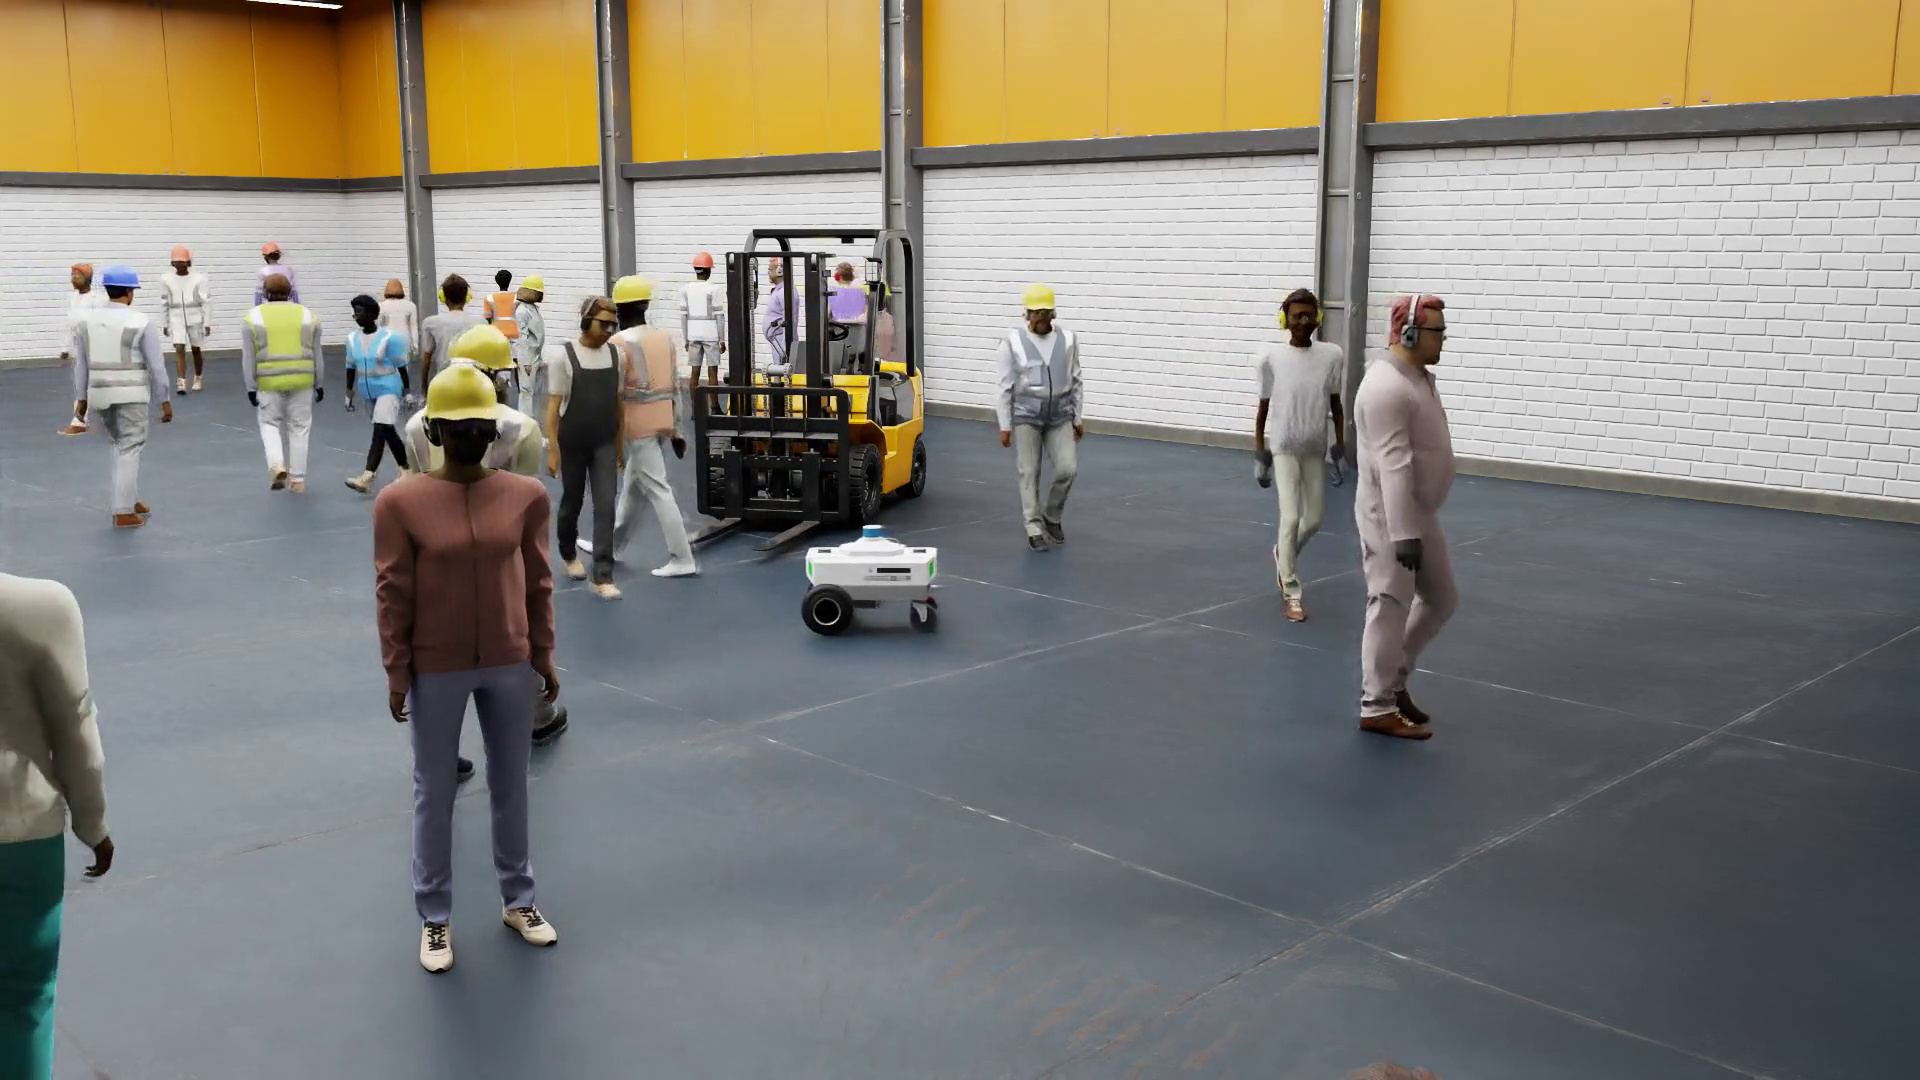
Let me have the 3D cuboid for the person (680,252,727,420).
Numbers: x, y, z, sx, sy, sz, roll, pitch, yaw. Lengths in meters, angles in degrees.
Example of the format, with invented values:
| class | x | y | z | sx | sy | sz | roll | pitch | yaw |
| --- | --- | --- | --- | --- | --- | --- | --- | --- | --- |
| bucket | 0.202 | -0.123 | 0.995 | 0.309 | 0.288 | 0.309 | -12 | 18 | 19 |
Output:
| class | x | y | z | sx | sy | sz | roll | pitch | yaw |
| --- | --- | --- | --- | --- | --- | --- | --- | --- | --- |
| person | -2.946 | -2.340 | 19.184 | 0.542 | 1.939 | 0.365 | 4 | 11 | 19 |

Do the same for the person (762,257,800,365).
| class | x | y | z | sx | sy | sz | roll | pitch | yaw |
| --- | --- | --- | --- | --- | --- | --- | --- | --- | --- |
| person | -1.925 | -2.084 | 17.877 | 0.403 | 1.906 | 0.651 | -2 | 11 | -10 |

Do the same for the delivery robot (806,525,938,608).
| class | x | y | z | sx | sy | sz | roll | pitch | yaw |
| --- | --- | --- | --- | --- | --- | --- | --- | --- | --- |
| delivery robot | -0.475 | 0.163 | 9.057 | 0.707 | 0.478 | 0.477 | 0 | 10 | 0 |

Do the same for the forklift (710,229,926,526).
| class | x | y | z | sx | sy | sz | roll | pitch | yaw |
| --- | --- | --- | --- | --- | --- | --- | --- | --- | --- |
| forklift | -1.050 | -1.319 | 12.920 | 1.214 | 2.155 | 2.313 | 2 | 11 | 13 |

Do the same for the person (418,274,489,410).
| class | x | y | z | sx | sy | sz | roll | pitch | yaw |
| --- | --- | --- | --- | --- | --- | --- | --- | --- | --- |
| person | -3.888 | -1.112 | 12.804 | 0.536 | 1.816 | 0.935 | -5 | 11 | -24 |

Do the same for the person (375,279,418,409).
| class | x | y | z | sx | sy | sz | roll | pitch | yaw |
| --- | --- | --- | --- | --- | --- | --- | --- | --- | --- |
| person | -6.969 | -2.432 | 20.609 | 0.507 | 1.605 | 0.795 | -5 | 12 | -27 |

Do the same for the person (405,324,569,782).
| class | x | y | z | sx | sy | sz | roll | pitch | yaw |
| --- | --- | --- | --- | --- | --- | --- | --- | --- | --- |
| person | -1.905 | 0.041 | 6.628 | 0.602 | 1.782 | 0.930 | 2 | 11 | 10 |

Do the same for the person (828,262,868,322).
| class | x | y | z | sx | sy | sz | roll | pitch | yaw |
| --- | --- | --- | --- | --- | --- | --- | --- | --- | --- |
| person | -1.344 | -2.281 | 19.202 | 0.596 | 1.810 | 0.834 | -4 | 11 | -20 |

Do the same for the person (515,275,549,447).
| class | x | y | z | sx | sy | sz | roll | pitch | yaw |
| --- | --- | --- | --- | --- | --- | --- | --- | --- | --- |
| person | -4.316 | -1.811 | 16.857 | 0.309 | 1.736 | 0.485 | 0 | 10 | 2 |

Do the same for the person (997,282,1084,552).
| class | x | y | z | sx | sy | sz | roll | pitch | yaw |
| --- | --- | --- | --- | --- | --- | --- | --- | --- | --- |
| person | 0.543 | -0.823 | 11.236 | 0.627 | 1.819 | 0.426 | -3 | 11 | -14 |

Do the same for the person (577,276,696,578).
| class | x | y | z | sx | sy | sz | roll | pitch | yaw |
| --- | --- | --- | --- | --- | --- | --- | --- | --- | --- |
| person | -2.064 | -0.705 | 10.446 | 0.992 | 1.874 | 0.599 | 4 | 11 | 21 |

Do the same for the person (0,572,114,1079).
| class | x | y | z | sx | sy | sz | roll | pitch | yaw |
| --- | --- | --- | --- | --- | --- | --- | --- | --- | --- |
| person | -2.101 | 0.628 | 3.526 | 0.531 | 1.753 | 0.396 | -3 | 11 | -15 |

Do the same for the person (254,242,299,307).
| class | x | y | z | sx | sy | sz | roll | pitch | yaw |
| --- | --- | --- | --- | --- | --- | --- | --- | --- | --- |
| person | -10.446 | -3.506 | 25.306 | 0.719 | 2.020 | 0.646 | 8 | 13 | 37 |

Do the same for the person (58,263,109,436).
| class | x | y | z | sx | sy | sz | roll | pitch | yaw |
| --- | --- | --- | --- | --- | --- | --- | --- | --- | --- |
| person | -9.390 | -2.077 | 18.041 | 0.578 | 1.843 | 0.973 | 7 | 12 | 33 |

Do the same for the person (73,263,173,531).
| class | x | y | z | sx | sy | sz | roll | pitch | yaw |
| --- | --- | --- | --- | --- | --- | --- | --- | --- | --- |
| person | -6.077 | -1.056 | 12.208 | 0.649 | 1.920 | 0.759 | 1 | 10 | 8 |

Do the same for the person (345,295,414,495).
| class | x | y | z | sx | sy | sz | roll | pitch | yaw |
| --- | --- | --- | --- | --- | --- | --- | --- | --- | --- |
| person | -4.857 | -1.206 | 13.785 | 0.543 | 1.636 | 0.906 | 4 | 11 | 21 |

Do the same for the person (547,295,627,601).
| class | x | y | z | sx | sy | sz | roll | pitch | yaw |
| --- | --- | --- | --- | --- | --- | --- | --- | --- | --- |
| person | -2.264 | -0.574 | 9.980 | 0.536 | 1.796 | 0.898 | -7 | 13 | -35 |

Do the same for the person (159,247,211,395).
| class | x | y | z | sx | sy | sz | roll | pitch | yaw |
| --- | --- | --- | --- | --- | --- | --- | --- | --- | --- |
| person | -10.433 | -2.954 | 22.440 | 0.620 | 1.978 | 1.067 | -3 | 11 | -18 |

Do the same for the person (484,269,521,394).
| class | x | y | z | sx | sy | sz | roll | pitch | yaw |
| --- | --- | --- | --- | --- | --- | --- | --- | --- | --- |
| person | -5.786 | -2.592 | 21.212 | 0.535 | 1.697 | 0.321 | -2 | 11 | -13 |

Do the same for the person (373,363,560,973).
| class | x | y | z | sx | sy | sz | roll | pitch | yaw |
| --- | --- | --- | --- | --- | --- | --- | --- | --- | --- |
| person | -1.432 | 0.367 | 4.889 | 0.525 | 1.771 | 0.305 | -7 | 12 | -33 |

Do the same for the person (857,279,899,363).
| class | x | y | z | sx | sy | sz | roll | pitch | yaw |
| --- | --- | --- | --- | --- | --- | --- | --- | --- | --- |
| person | -0.835 | -1.651 | 16.001 | 0.883 | 1.728 | 0.532 | 7 | 12 | 32 |

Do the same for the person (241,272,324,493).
| class | x | y | z | sx | sy | sz | roll | pitch | yaw |
| --- | --- | --- | --- | --- | --- | --- | --- | --- | --- |
| person | -5.564 | -1.283 | 13.718 | 0.633 | 1.828 | 0.446 | -5 | 12 | -27 |

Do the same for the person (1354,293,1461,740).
| class | x | y | z | sx | sy | sz | roll | pitch | yaw |
| --- | --- | --- | --- | --- | --- | --- | --- | --- | --- |
| person | 1.888 | -0.087 | 7.031 | 0.437 | 1.892 | 0.654 | 6 | 12 | 29 |

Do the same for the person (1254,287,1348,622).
| class | x | y | z | sx | sy | sz | roll | pitch | yaw |
| --- | --- | --- | --- | --- | --- | --- | --- | --- | --- |
| person | 1.913 | -0.509 | 9.440 | 0.520 | 1.852 | 0.745 | -1 | 10 | -6 |
